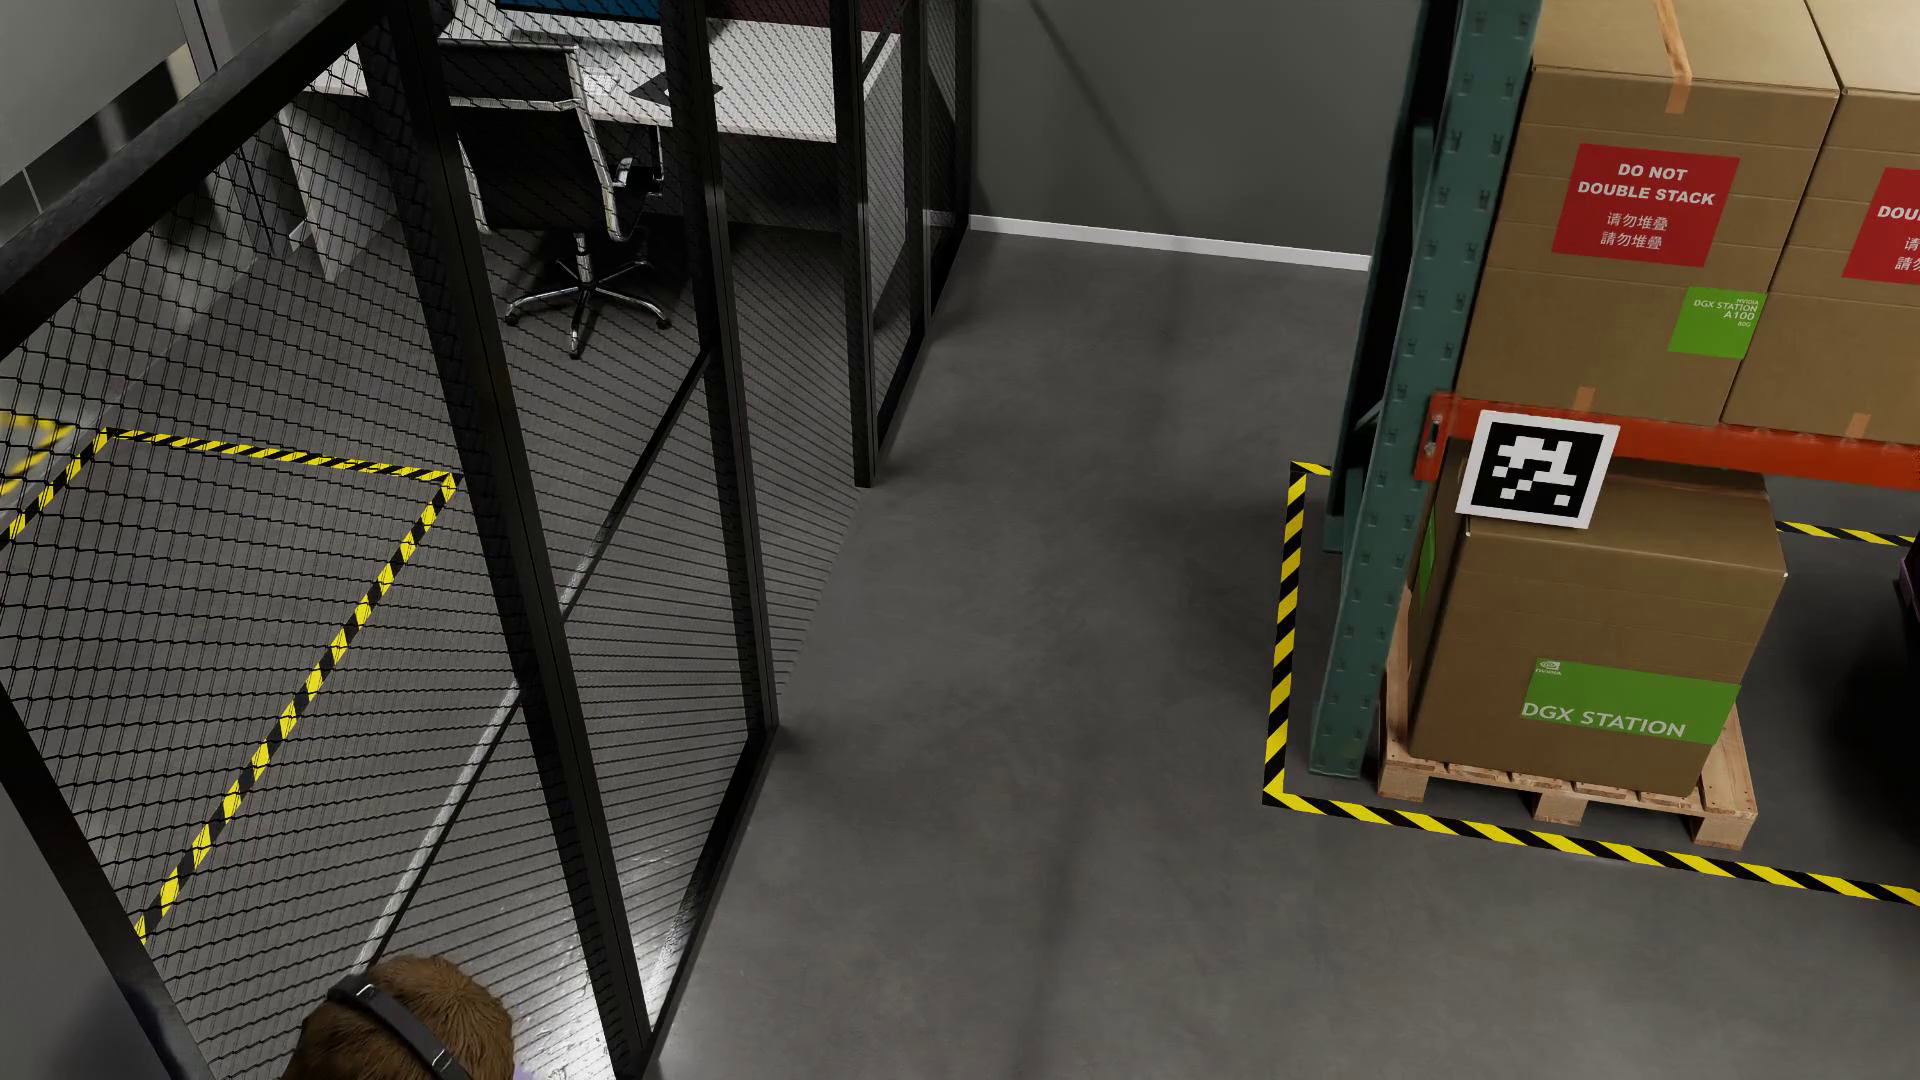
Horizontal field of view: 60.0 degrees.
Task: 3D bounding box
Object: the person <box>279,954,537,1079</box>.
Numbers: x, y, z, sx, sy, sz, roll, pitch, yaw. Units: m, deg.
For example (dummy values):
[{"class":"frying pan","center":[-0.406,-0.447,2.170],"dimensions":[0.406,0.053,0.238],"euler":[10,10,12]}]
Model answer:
[{"class":"person","center":[-0.532,1.153,2.171],"dimensions":[0.636,1.939,0.364],"euler":[19,44,20]}]
